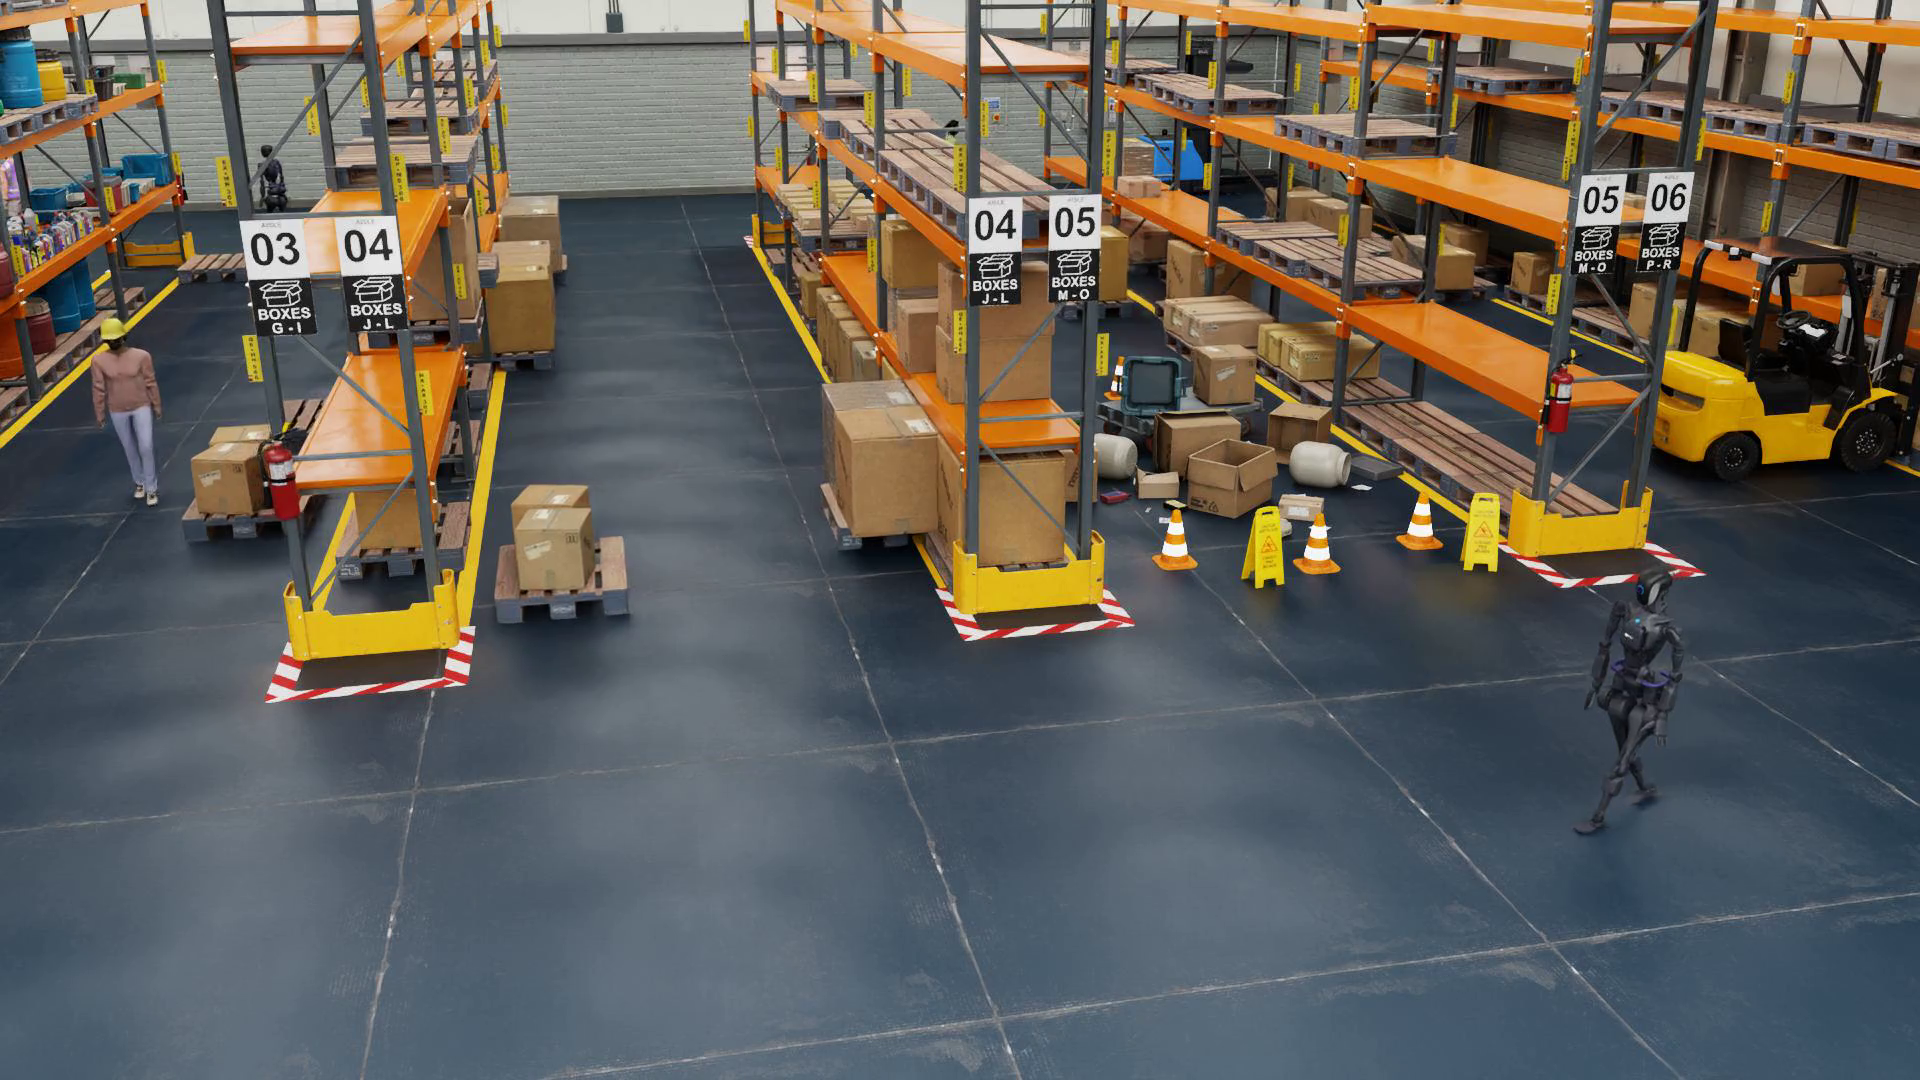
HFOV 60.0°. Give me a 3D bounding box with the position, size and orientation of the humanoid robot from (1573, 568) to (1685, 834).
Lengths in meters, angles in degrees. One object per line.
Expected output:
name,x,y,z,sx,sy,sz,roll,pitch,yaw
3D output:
humanoid robot,3.986,0.913,9.799,0.789,1.628,0.590,-12,23,-29

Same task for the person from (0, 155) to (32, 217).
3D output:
person,-15.368,-5.566,27.157,0.349,1.688,0.489,11,23,27

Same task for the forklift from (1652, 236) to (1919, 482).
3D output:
forklift,8.013,-1.814,16.330,2.313,2.155,1.214,-4,21,-12

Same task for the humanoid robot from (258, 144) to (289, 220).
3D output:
humanoid robot,-11.418,-5.772,27.784,0.740,1.640,0.616,7,21,17

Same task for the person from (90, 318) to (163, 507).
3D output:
person,-7.617,-1.158,15.212,0.544,1.735,0.795,-6,21,-15

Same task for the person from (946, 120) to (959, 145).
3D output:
person,-0.160,-7.009,31.077,0.831,1.659,0.537,-1,20,-3

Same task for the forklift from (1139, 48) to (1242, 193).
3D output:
forklift,4.566,-8.313,32.860,1.873,2.768,1.129,-4,21,-12
